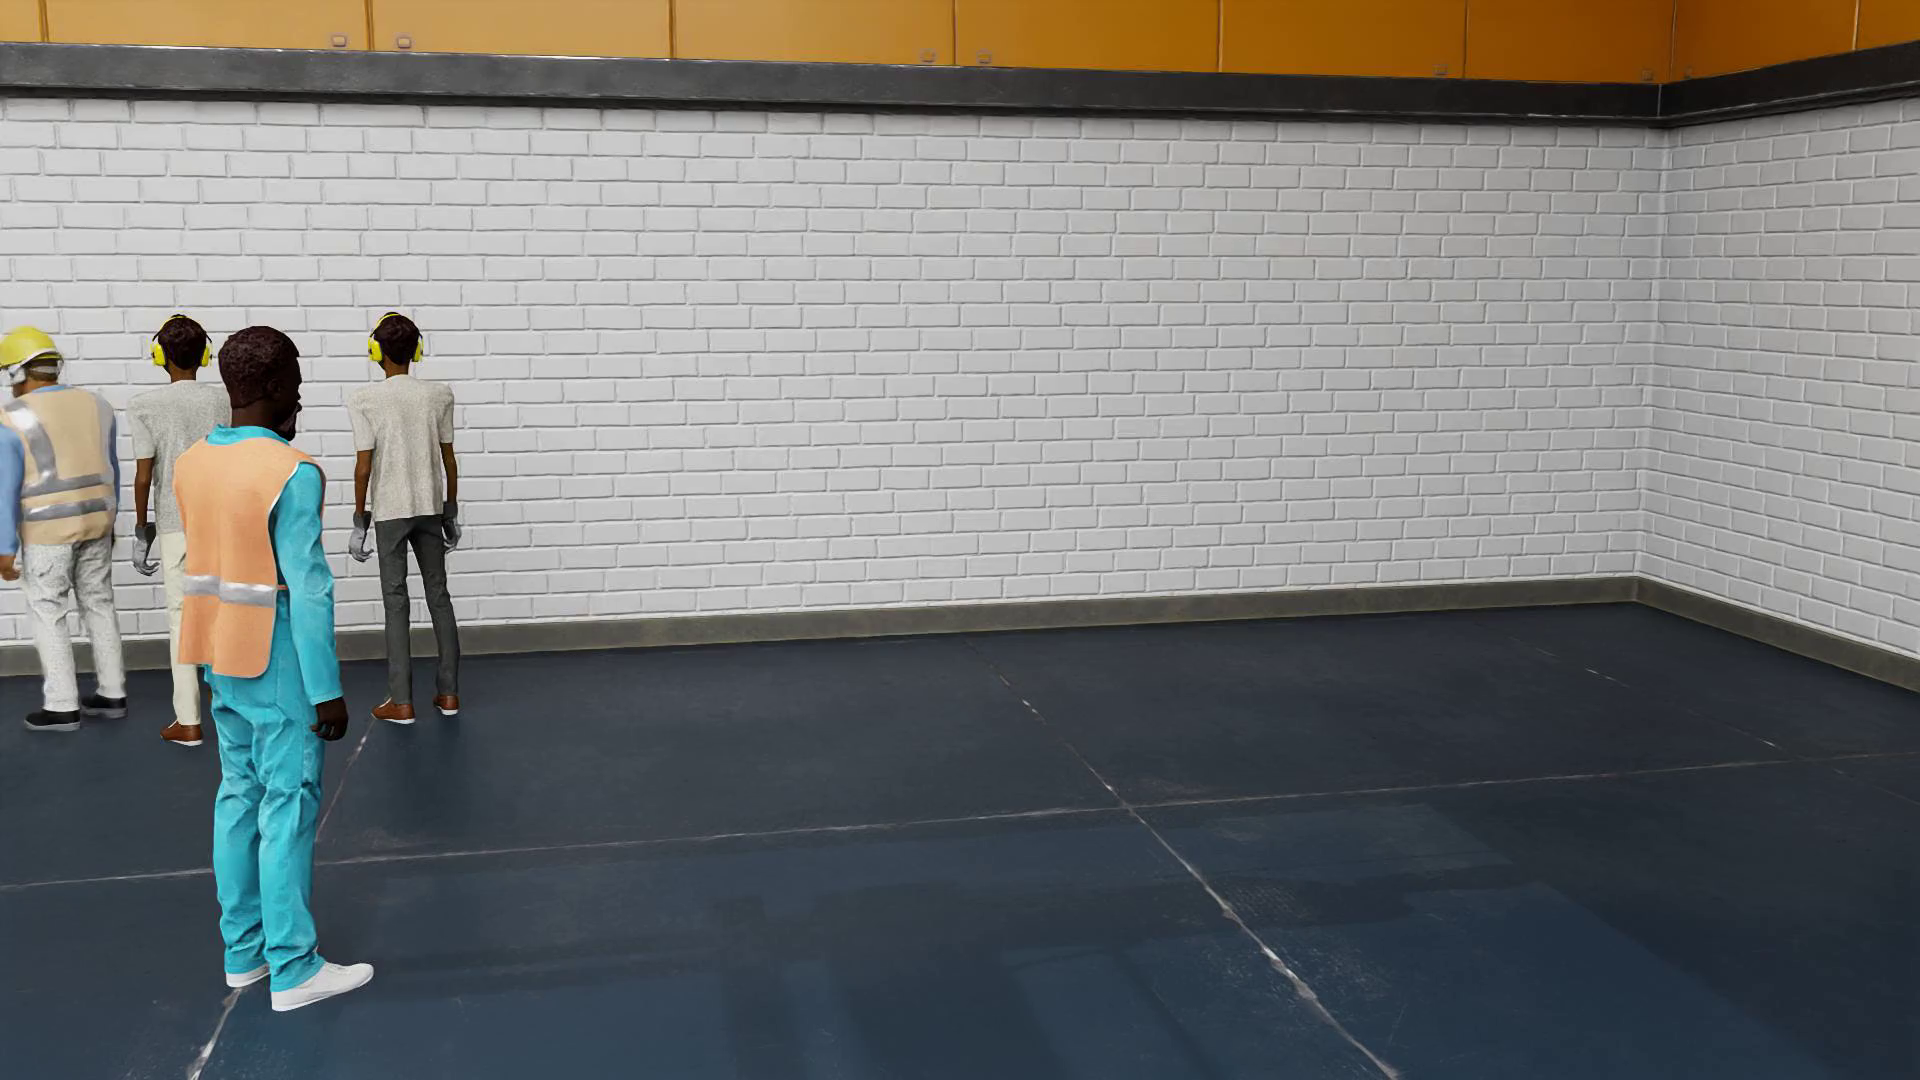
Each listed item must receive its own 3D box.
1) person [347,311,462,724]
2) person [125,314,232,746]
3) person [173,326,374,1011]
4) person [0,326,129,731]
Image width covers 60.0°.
[{"bbox_3d":[-2.535,-0.098,7.590,0.517,1.873,0.328,-8,12,-40],"label":"person"},{"bbox_3d":[-3.337,-0.042,7.253,0.530,1.871,0.323,-8,12,-41],"label":"person"},{"bbox_3d":[-1.958,0.363,4.674,0.587,1.911,0.397,7,11,35],"label":"person"},{"bbox_3d":[-4.052,-0.046,7.452,0.441,1.808,0.611,4,10,25],"label":"person"}]
